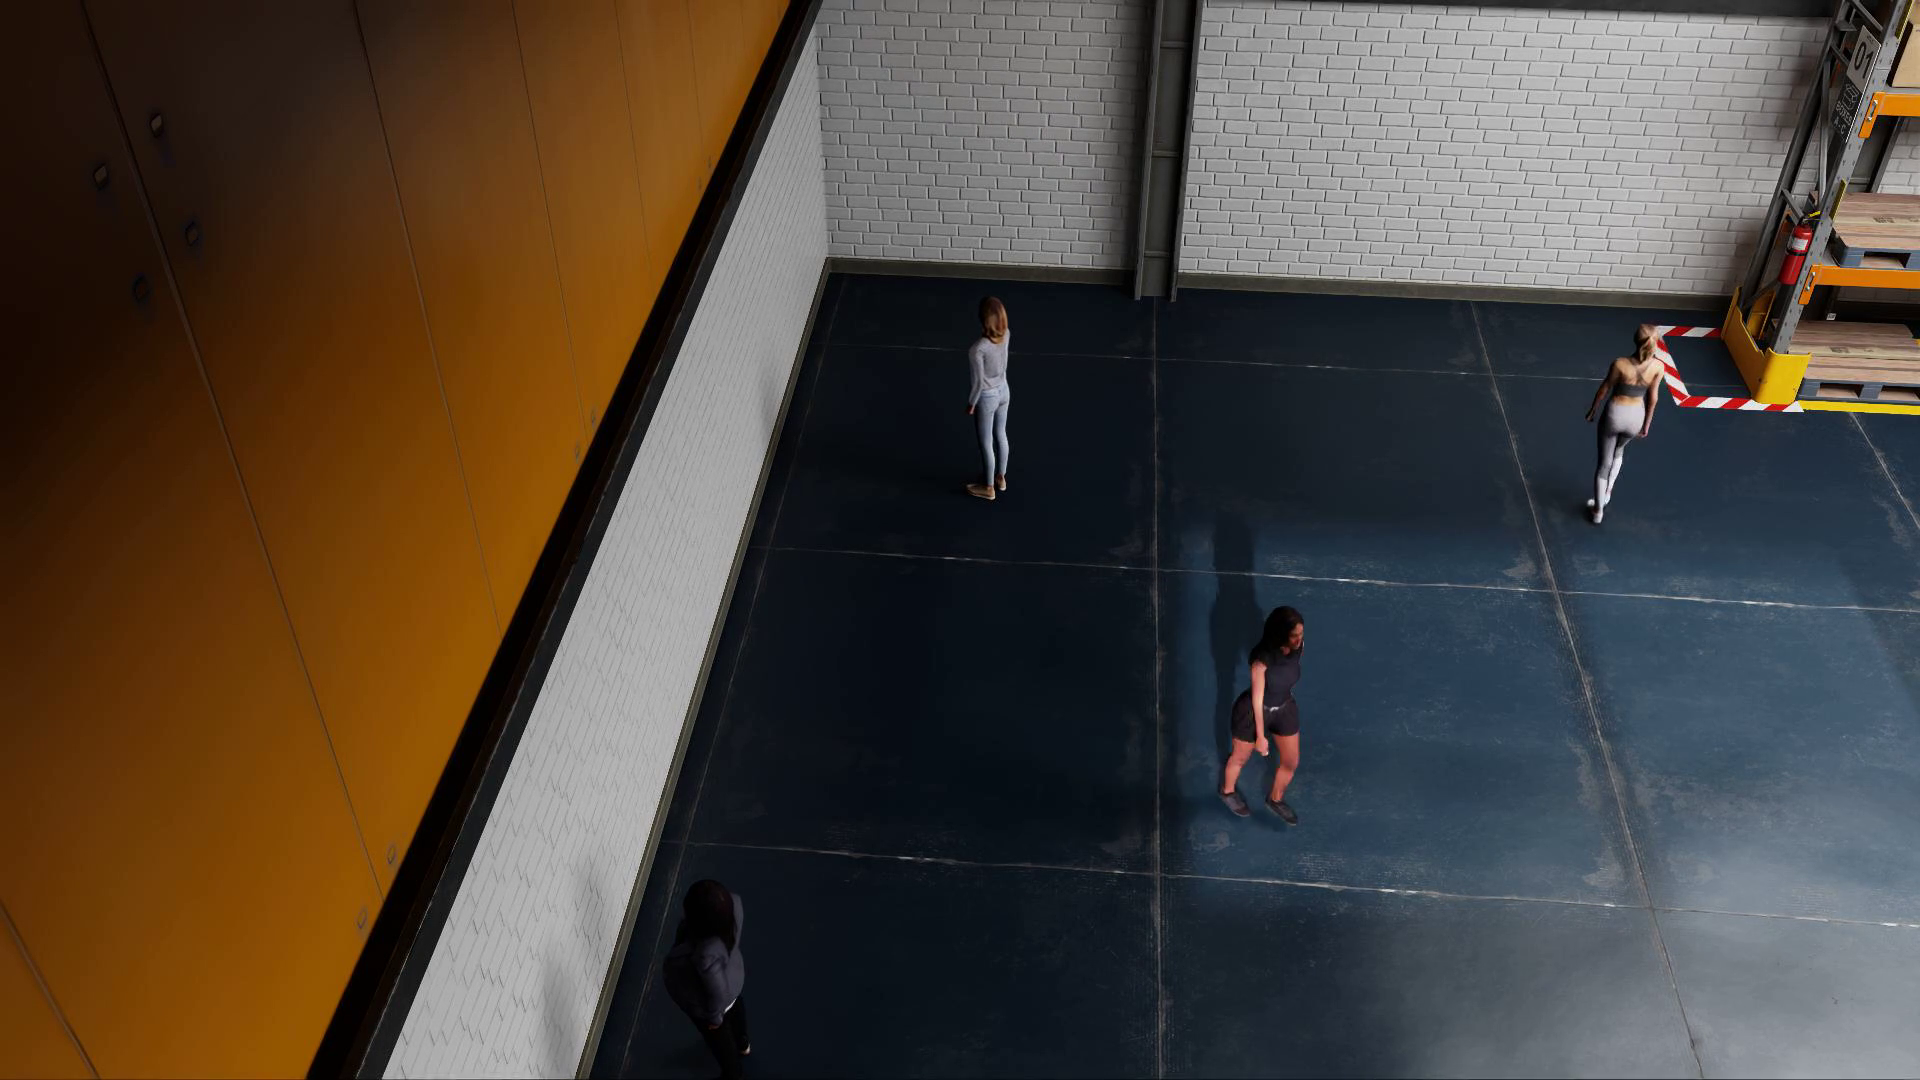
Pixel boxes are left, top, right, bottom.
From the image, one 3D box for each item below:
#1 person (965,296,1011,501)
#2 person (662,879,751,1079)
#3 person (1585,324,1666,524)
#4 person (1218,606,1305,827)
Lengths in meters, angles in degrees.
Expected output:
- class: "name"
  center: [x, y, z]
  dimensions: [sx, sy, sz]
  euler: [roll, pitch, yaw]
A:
- class: "person"
  center: [0.238, -1.107, 12.939]
  dimensions: [0.684, 1.797, 0.667]
  euler: [26, 45, 29]
- class: "person"
  center: [-1.292, 2.339, 8.784]
  dimensions: [0.636, 1.597, 0.655]
  euler: [4, 39, 4]
- class: "person"
  center: [5.064, -0.846, 12.700]
  dimensions: [0.608, 1.686, 0.631]
  euler: [2, 39, 3]
- class: "person"
  center: [1.816, 1.044, 10.308]
  dimensions: [0.841, 1.717, 0.894]
  euler: [-23, 44, -26]
